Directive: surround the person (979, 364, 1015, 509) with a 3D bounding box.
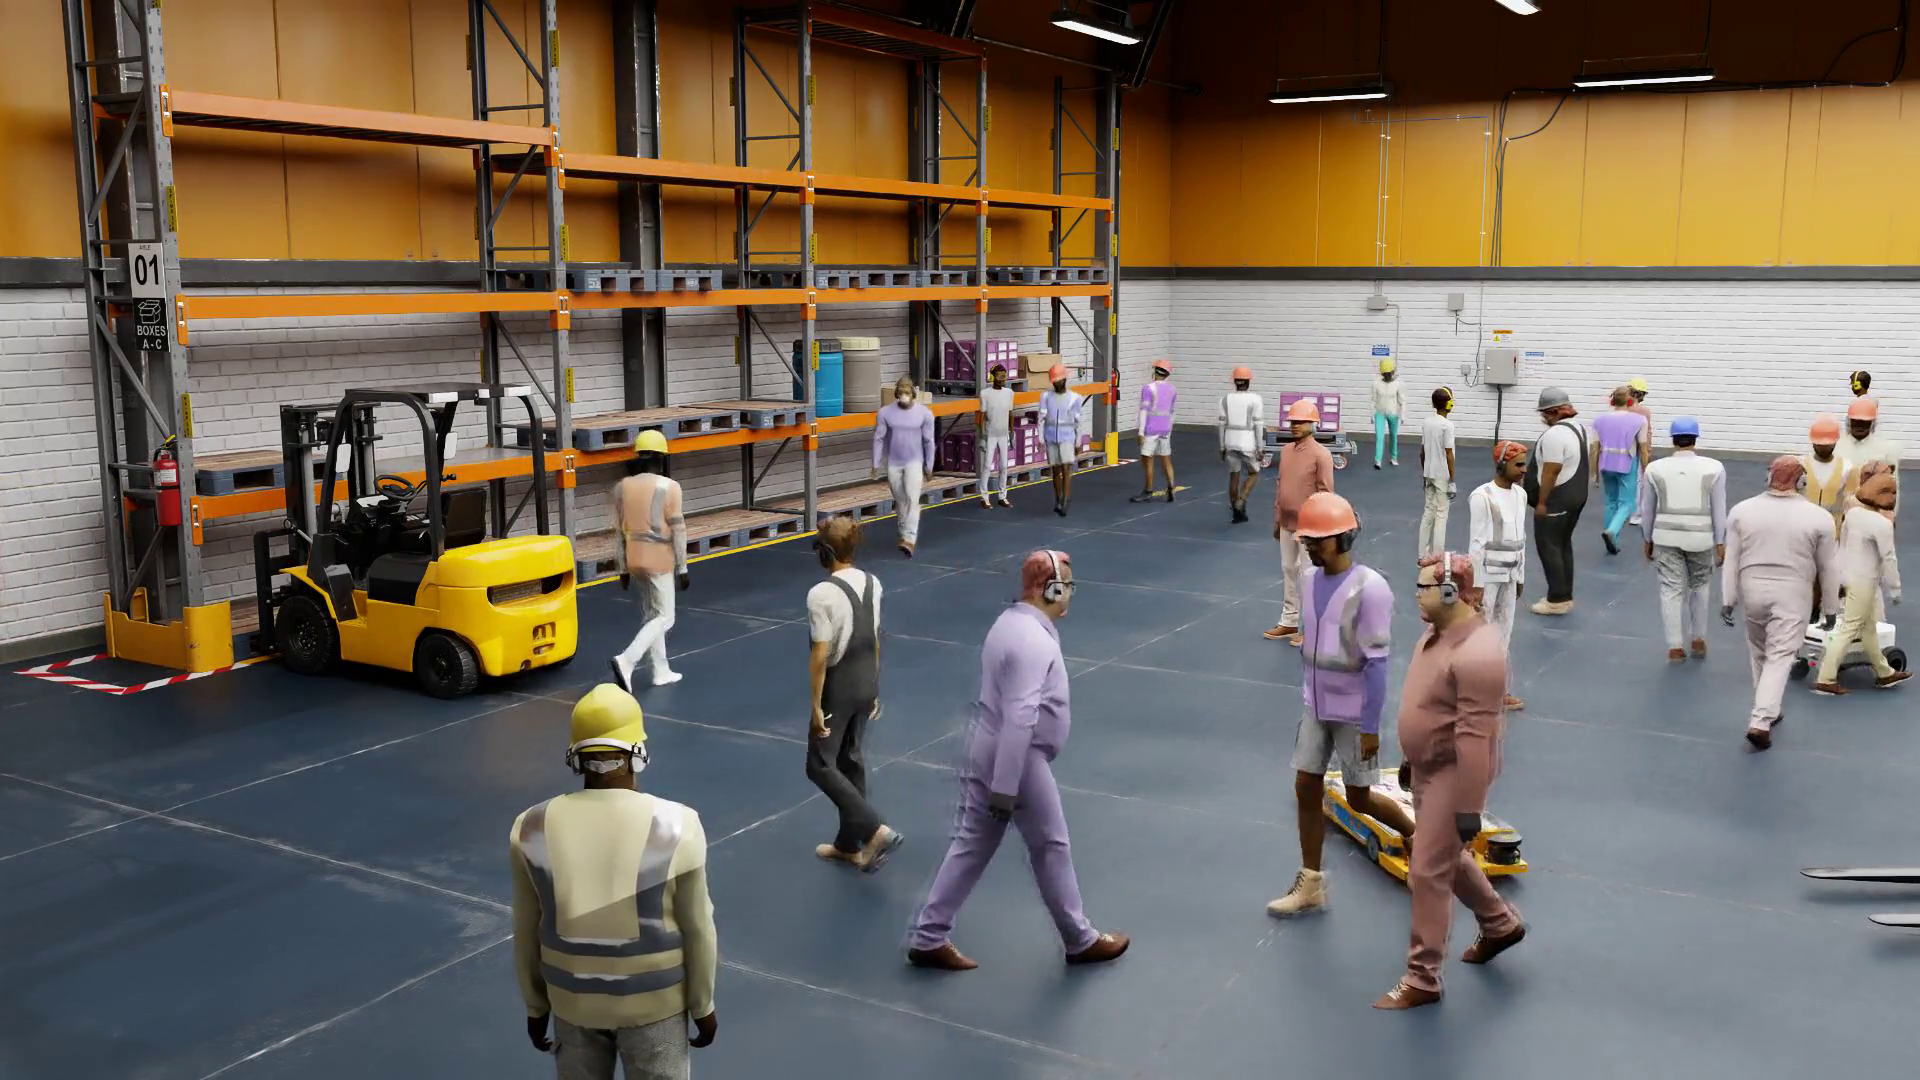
[{"bbox_3d":[0.473,-1.324,21.318,0.512,1.860,0.318,-5,10,-27],"label":"person"}]

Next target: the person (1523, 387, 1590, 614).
[{"bbox_3d":[5.311,-0.369,14.779,0.570,2.000,0.734,8,12,41],"label":"person"}]

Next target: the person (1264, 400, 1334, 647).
[{"bbox_3d":[2.760,-0.141,13.488,0.368,1.996,0.622,-5,10,-28],"label":"person"}]

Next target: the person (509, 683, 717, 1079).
[{"bbox_3d":[-1.004,1.326,4.888,0.595,1.825,0.403,1,9,7],"label":"person"}]

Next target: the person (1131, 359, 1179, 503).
[{"bbox_3d":[2.610,-1.413,21.779,0.652,1.890,0.472,-7,11,-37],"label":"person"}]

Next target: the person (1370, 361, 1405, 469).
[{"bbox_3d":[6.643,-1.950,25.826,0.534,1.663,1.066,3,10,17],"label":"person"}]

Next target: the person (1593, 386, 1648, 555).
[{"bbox_3d":[6.985,-0.724,17.670,0.581,1.824,0.629,9,13,43],"label":"person"}]

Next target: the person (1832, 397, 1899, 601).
[{"bbox_3d":[7.761,-0.266,14.378,0.623,1.970,0.851,6,11,34],"label":"person"}]

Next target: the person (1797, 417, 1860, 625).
[{"bbox_3d":[6.983,-0.088,13.556,0.550,1.882,1.000,4,10,23],"label":"person"}]

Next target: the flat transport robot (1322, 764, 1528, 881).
[{"bbox_3d":[2.363,1.464,8.844,0.652,0.197,1.431,-2,9,-10],"label":"flat transport robot"}]

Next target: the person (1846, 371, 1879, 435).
[{"bbox_3d":[10.641,-1.074,19.734,0.515,1.865,0.329,-6,11,-32],"label":"person"}]

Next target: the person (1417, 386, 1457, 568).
[{"bbox_3d":[4.867,-0.619,16.860,0.326,1.877,0.518,-3,10,-20],"label":"person"}]

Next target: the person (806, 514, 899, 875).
[{"bbox_3d":[-0.528,0.784,8.266,0.550,1.832,0.515,7,12,38],"label":"person"}]

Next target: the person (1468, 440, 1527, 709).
[{"bbox_3d":[3.683,0.253,11.411,0.579,1.879,0.350,-7,11,-36],"label":"person"}]

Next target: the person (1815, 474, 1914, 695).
[{"bbox_3d":[6.515,0.325,11.830,0.800,1.594,0.508,0,9,2],"label":"person"}]

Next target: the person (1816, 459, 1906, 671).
[{"bbox_3d":[6.930,0.164,12.818,0.515,1.605,0.794,-7,11,-36],"label":"person"}]

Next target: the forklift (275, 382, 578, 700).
[{"bbox_3d":[-3.974,-0.067,12.417,2.313,2.155,1.214,5,11,30],"label":"forklift"}]

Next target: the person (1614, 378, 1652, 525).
[{"bbox_3d":[8.066,-1.056,19.954,0.328,1.759,0.524,-6,11,-31],"label":"person"}]

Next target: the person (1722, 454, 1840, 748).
[{"bbox_3d":[5.260,0.378,10.690,0.660,1.861,0.995,8,12,41],"label":"person"}]

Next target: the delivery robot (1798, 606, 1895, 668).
[{"bbox_3d":[6.526,0.729,12.259,0.707,0.478,0.477,-4,10,-23],"label":"delivery robot"}]

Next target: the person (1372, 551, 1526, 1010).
[{"bbox_3d":[2.088,0.976,6.939,0.779,1.887,0.685,-1,9,-5],"label":"person"}]

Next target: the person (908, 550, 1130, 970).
[{"bbox_3d":[0.239,0.965,7.136,0.977,1.843,0.673,-2,9,-12],"label":"person"}]

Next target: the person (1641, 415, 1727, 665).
[{"bbox_3d":[5.627,-0.010,12.939,0.624,1.908,0.794,5,10,26],"label":"person"}]

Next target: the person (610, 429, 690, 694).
[{"bbox_3d":[-2.253,0.166,11.883,0.590,1.898,0.724,6,11,32],"label":"person"}]

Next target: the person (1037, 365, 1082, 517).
[{"bbox_3d":[1.223,-1.228,20.682,0.539,1.869,0.984,3,9,15],"label":"person"}]

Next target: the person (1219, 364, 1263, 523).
[{"bbox_3d":[3.373,-1.144,19.964,0.563,1.927,0.423,5,11,30],"label":"person"}]

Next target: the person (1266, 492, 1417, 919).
[{"bbox_3d":[1.866,0.767,7.813,0.859,2.012,0.652,-5,10,-28],"label":"person"}]

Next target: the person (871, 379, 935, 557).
[{"bbox_3d":[-0.615,-0.774,17.792,0.655,1.884,1.020,2,9,11],"label":"person"}]
